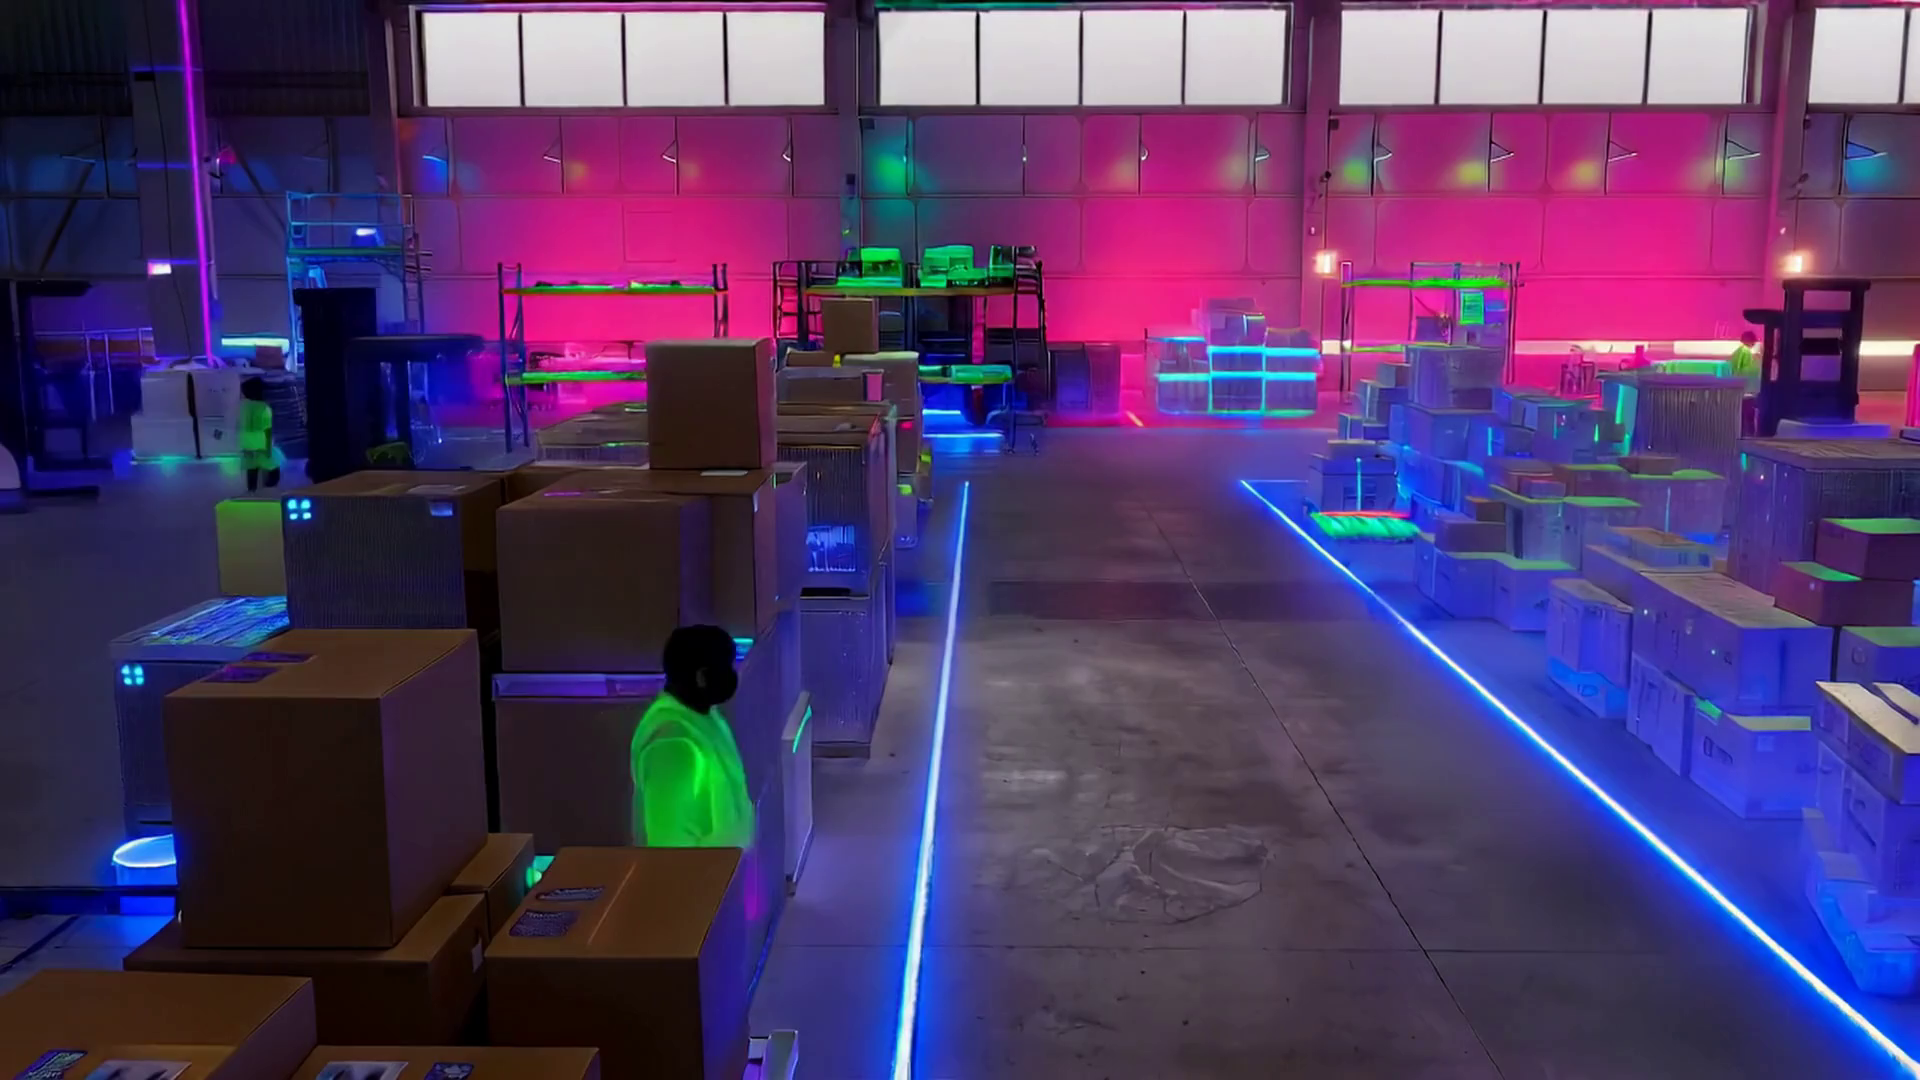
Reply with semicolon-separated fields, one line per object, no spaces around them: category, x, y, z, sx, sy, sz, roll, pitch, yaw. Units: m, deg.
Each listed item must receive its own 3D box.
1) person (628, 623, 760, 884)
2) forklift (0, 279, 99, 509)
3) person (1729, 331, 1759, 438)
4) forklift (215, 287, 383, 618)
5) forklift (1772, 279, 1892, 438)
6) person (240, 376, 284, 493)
person;-0.934;1.181;5.699;0.497;1.826;0.635;0;9;1
forklift;-11.693;-1.782;20.308;1.873;2.768;1.129;-5;11;-26
person;13.174;-2.555;27.917;0.993;1.883;0.568;0;9;-1
forklift;-5.142;-0.713;13.904;1.873;2.768;1.129;0;9;1
forklift;10.716;-1.859;20.770;1.129;2.768;1.873;0;9;1
person;-8.356;-1.116;19.889;0.538;1.682;0.432;4;10;24
